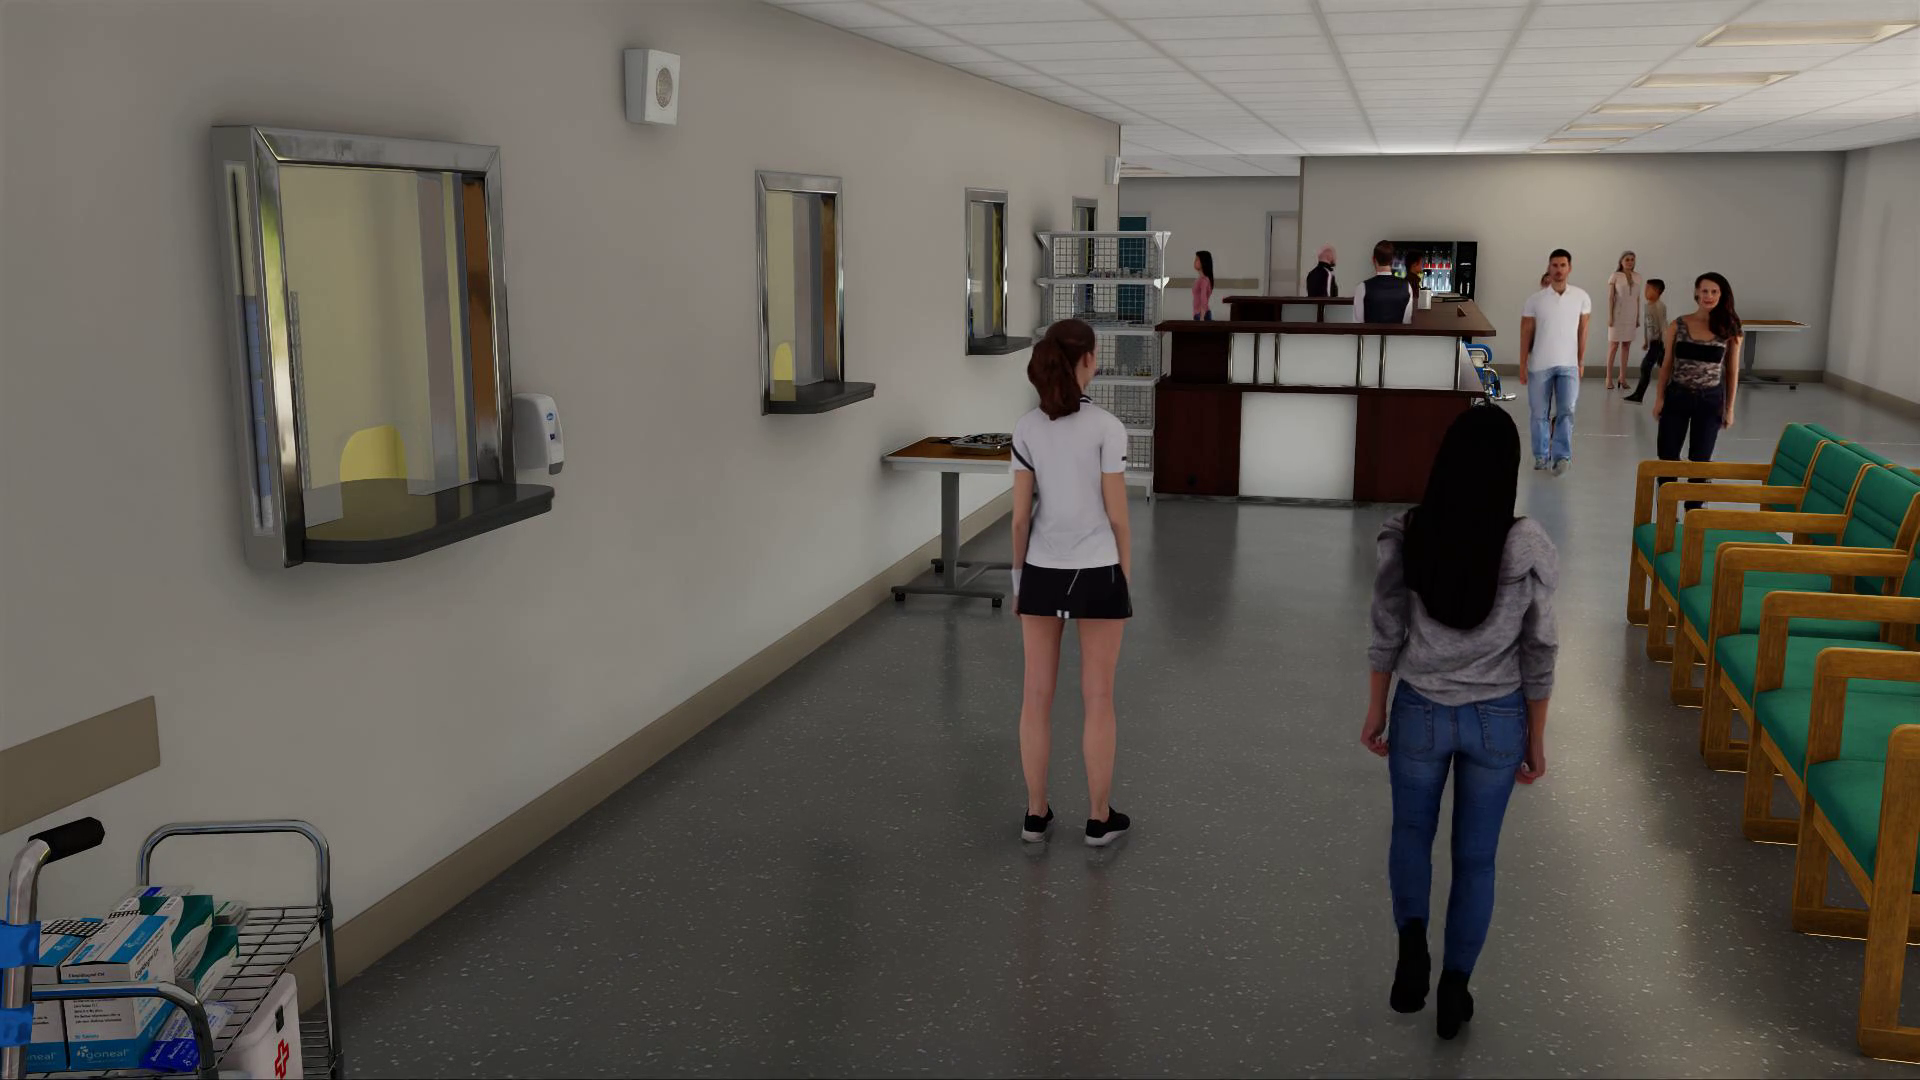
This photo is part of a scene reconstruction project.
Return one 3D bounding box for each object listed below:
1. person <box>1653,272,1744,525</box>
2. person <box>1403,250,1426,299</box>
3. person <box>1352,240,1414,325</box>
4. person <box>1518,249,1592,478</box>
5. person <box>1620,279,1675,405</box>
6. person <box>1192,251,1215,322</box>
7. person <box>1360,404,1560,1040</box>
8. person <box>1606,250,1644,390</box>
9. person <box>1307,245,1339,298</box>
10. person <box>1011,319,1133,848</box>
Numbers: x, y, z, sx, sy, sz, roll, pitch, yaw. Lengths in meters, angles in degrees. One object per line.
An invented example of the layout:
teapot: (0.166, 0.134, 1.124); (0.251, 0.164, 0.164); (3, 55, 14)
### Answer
person: (4.721, -0.838, 10.702); (0.614, 1.762, 0.762); (5, 12, 25)
person: (4.884, -2.304, 18.444); (1.077, 1.756, 0.810); (0, 11, 0)
person: (3.483, -1.503, 13.739); (0.567, 1.935, 0.751); (1, 11, 4)
person: (4.862, -1.423, 13.636); (1.064, 1.817, 0.773); (3, 11, 17)
person: (8.006, -2.216, 18.881); (1.045, 1.419, 0.655); (0, 11, 2)
person: (3.019, -2.715, 20.615); (0.779, 1.753, 0.671); (0, 11, 0)
person: (1.223, 0.485, 4.116); (0.656, 1.618, 0.710); (4, 11, 21)
person: (8.390, -2.788, 21.045); (0.608, 1.736, 0.736); (-1, 11, -7)
person: (3.927, -2.357, 18.556); (0.929, 1.818, 0.863); (-3, 11, -16)
person: (0.365, 0.147, 5.539); (0.483, 1.751, 0.627); (4, 11, 18)
